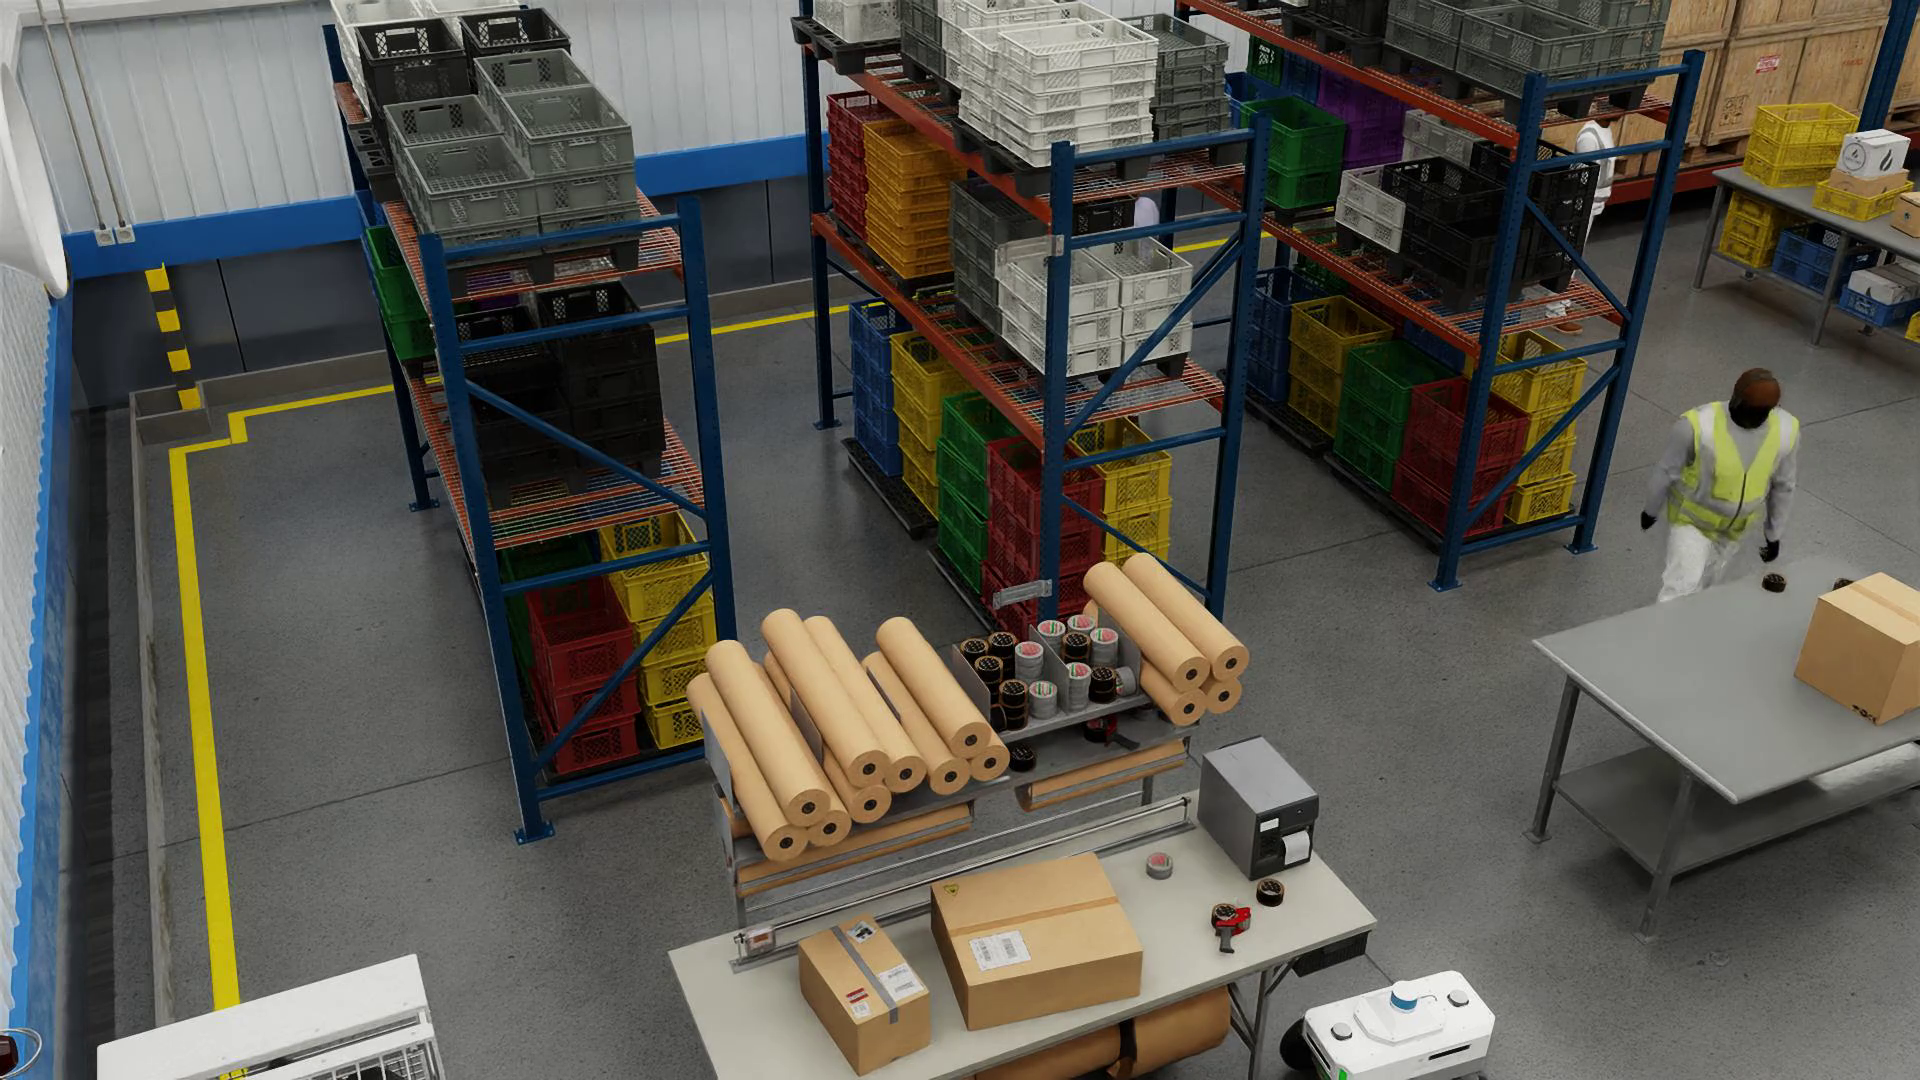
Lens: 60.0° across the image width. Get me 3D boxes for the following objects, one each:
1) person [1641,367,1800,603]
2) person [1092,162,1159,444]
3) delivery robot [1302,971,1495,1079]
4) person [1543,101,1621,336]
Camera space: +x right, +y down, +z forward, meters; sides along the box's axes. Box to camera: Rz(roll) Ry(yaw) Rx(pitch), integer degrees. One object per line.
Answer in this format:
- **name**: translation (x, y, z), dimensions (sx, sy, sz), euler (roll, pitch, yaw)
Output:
- **person**: translation (3.922, -0.081, 8.620), dimensions (0.660, 1.819, 0.518), euler (-1, 32, -2)
- **person**: translation (1.053, -1.560, 10.898), dimensions (0.358, 1.938, 0.636), euler (16, 35, 24)
- **delivery robot**: translation (1.702, 1.921, 6.469), dimensions (0.707, 0.478, 0.477), euler (-10, 33, -16)
- **person**: translation (4.681, -2.486, 12.456), dimensions (0.356, 1.883, 0.573), euler (14, 34, 22)
